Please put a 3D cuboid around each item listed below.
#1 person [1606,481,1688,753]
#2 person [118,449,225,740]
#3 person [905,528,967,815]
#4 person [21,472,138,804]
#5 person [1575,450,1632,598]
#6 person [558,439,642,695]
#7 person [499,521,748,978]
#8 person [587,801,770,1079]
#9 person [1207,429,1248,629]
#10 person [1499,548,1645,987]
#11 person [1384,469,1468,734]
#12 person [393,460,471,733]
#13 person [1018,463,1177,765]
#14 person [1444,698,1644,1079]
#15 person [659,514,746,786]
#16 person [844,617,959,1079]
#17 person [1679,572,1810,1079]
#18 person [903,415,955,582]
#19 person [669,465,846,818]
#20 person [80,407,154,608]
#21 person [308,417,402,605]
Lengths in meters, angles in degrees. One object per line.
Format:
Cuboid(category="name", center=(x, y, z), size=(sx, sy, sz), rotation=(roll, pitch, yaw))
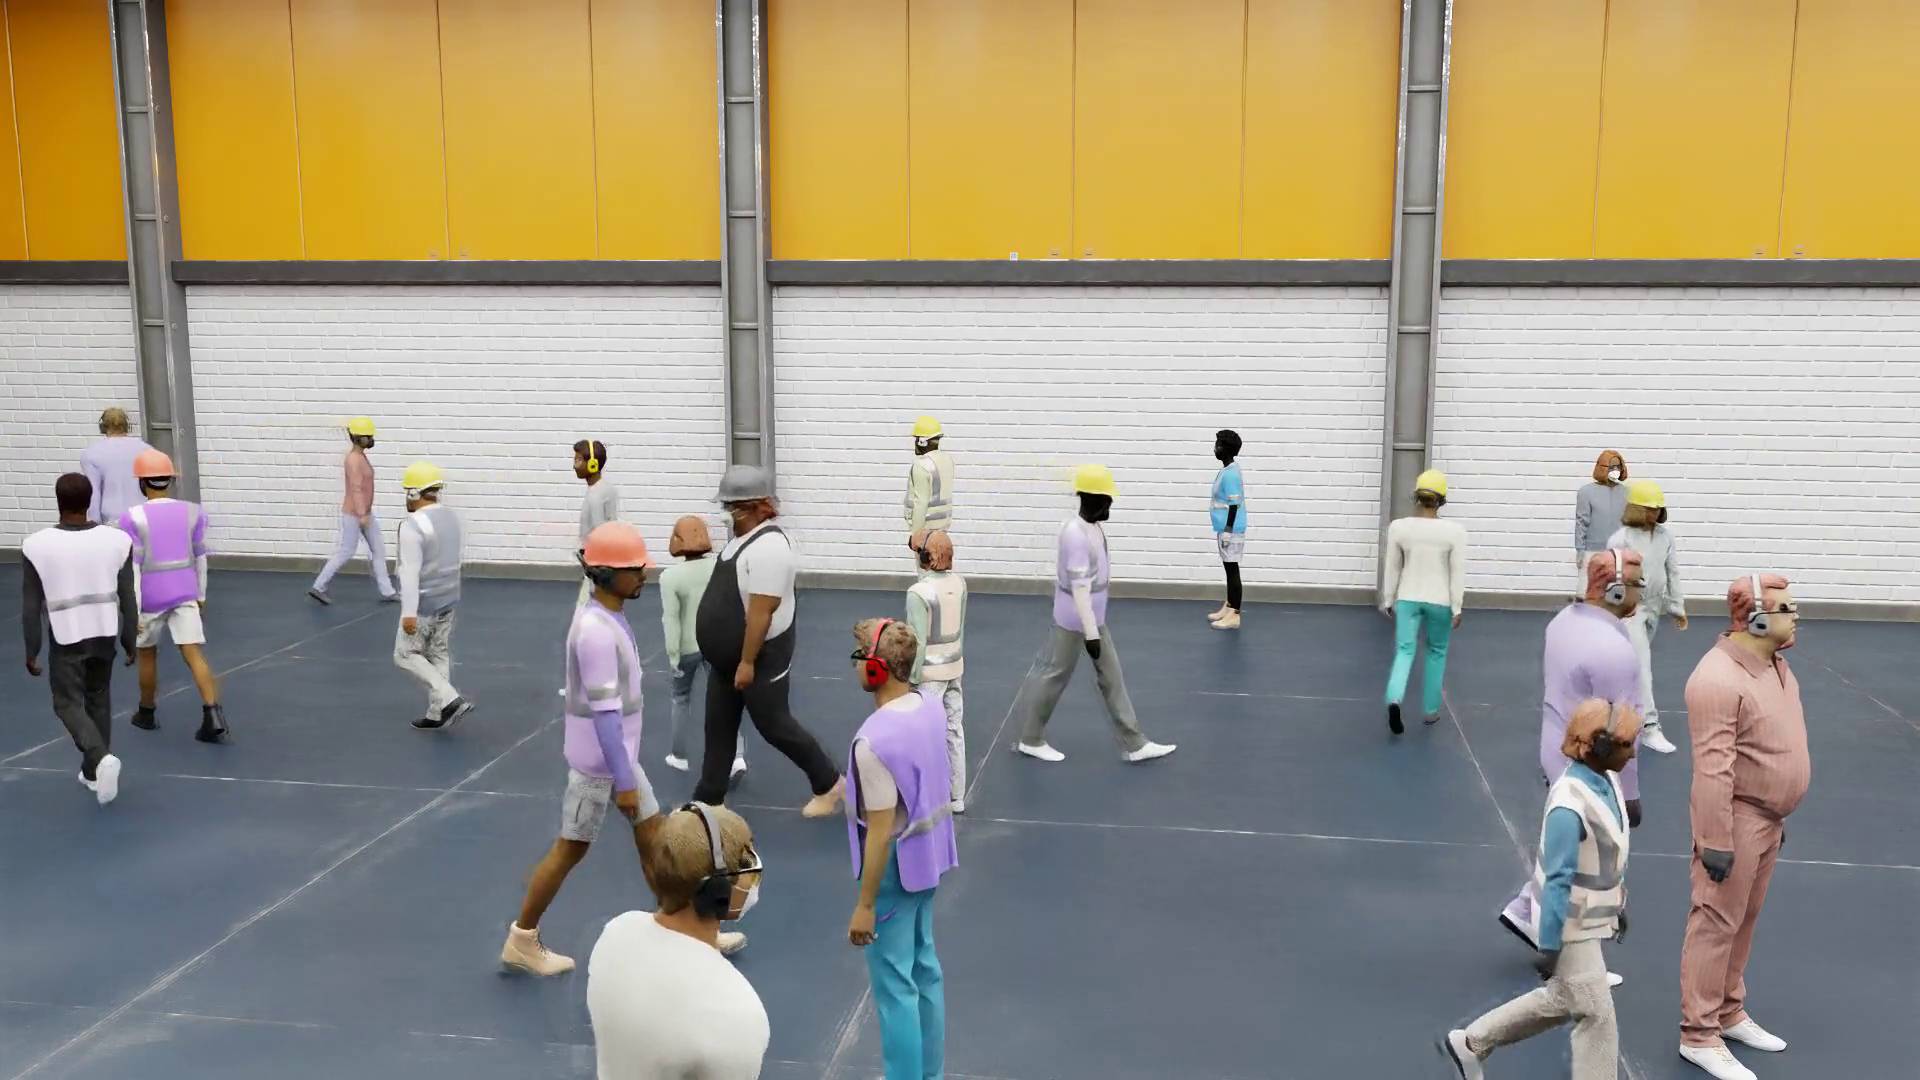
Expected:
Cuboid(category="person", center=(4.392, 0.451, 10.782), size=(0.491, 1.700, 0.884), rotation=(-4, 10, -23))
Cuboid(category="person", center=(-5.118, 0.356, 10.783), size=(0.987, 1.897, 0.560), rotation=(8, 12, 41))
Cuboid(category="person", center=(-0.138, 0.748, 9.118), size=(0.306, 1.639, 0.524), rotation=(6, 11, 31))
Cuboid(category="person", center=(-4.992, 0.559, 9.502), size=(0.769, 1.892, 0.598), rotation=(9, 13, 43))
Cuboid(category="person", center=(5.077, 0.103, 13.113), size=(0.497, 1.633, 0.283), rotation=(-2, 9, -11))
Cuboid(category="person", center=(-2.593, 0.210, 11.764), size=(0.535, 1.856, 0.551), rotation=(-1, 9, -5))
Cuboid(category="person", center=(-1.506, 0.903, 7.114), size=(1.067, 1.989, 0.635), rotation=(-1, 9, -5))
Cuboid(category="person", center=(-0.571, 1.495, 3.758), size=(1.007, 1.888, 0.648), rotation=(-8, 12, -41))
Cuboid(category="person", center=(2.279, -0.095, 14.134), size=(0.322, 1.697, 0.536), rotation=(1, 9, 6))
Cuboid(category="person", center=(2.651, 0.963, 7.027), size=(0.438, 1.892, 0.647), rotation=(1, 9, 6))
Cuboid(category="person", center=(3.032, 0.405, 10.921), size=(0.527, 1.744, 0.746), rotation=(5, 10, 27))
Cuboid(category="person", center=(-3.437, 0.386, 10.800), size=(0.440, 1.813, 0.611), rotation=(3, 10, 16))
Cuboid(category="person", center=(0.804, 0.466, 10.135), size=(1.005, 1.868, 0.615), rotation=(3, 10, 19))
Cuboid(category="person", center=(2.054, 1.308, 5.748), size=(0.733, 1.614, 0.529), rotation=(6, 11, 33))
Cuboid(category="person", center=(-1.524, 0.646, 9.871), size=(0.497, 1.600, 0.808), rotation=(-6, 11, -31))
Cuboid(category="person", center=(-0.204, 1.180, 5.821), size=(0.372, 1.843, 0.570), rotation=(4, 10, 21))
Cuboid(category="person", center=(2.984, 1.067, 6.312), size=(0.408, 1.913, 0.642), rotation=(8, 12, 42))
Cuboid(category="person", center=(-0.271, -0.130, 13.939), size=(0.404, 1.833, 0.590), rotation=(4, 10, 23))
Cuboid(category="person", center=(-1.086, 0.553, 9.087), size=(0.940, 2.000, 0.683), rotation=(-4, 10, -24))
Cuboid(category="person", center=(-7.096, -0.180, 14.151), size=(0.644, 1.881, 0.964), rotation=(-9, 13, -43))
Cuboid(category="person", center=(-5.499, -0.251, 15.049), size=(0.849, 1.733, 0.553), rotation=(-1, 9, -6))
